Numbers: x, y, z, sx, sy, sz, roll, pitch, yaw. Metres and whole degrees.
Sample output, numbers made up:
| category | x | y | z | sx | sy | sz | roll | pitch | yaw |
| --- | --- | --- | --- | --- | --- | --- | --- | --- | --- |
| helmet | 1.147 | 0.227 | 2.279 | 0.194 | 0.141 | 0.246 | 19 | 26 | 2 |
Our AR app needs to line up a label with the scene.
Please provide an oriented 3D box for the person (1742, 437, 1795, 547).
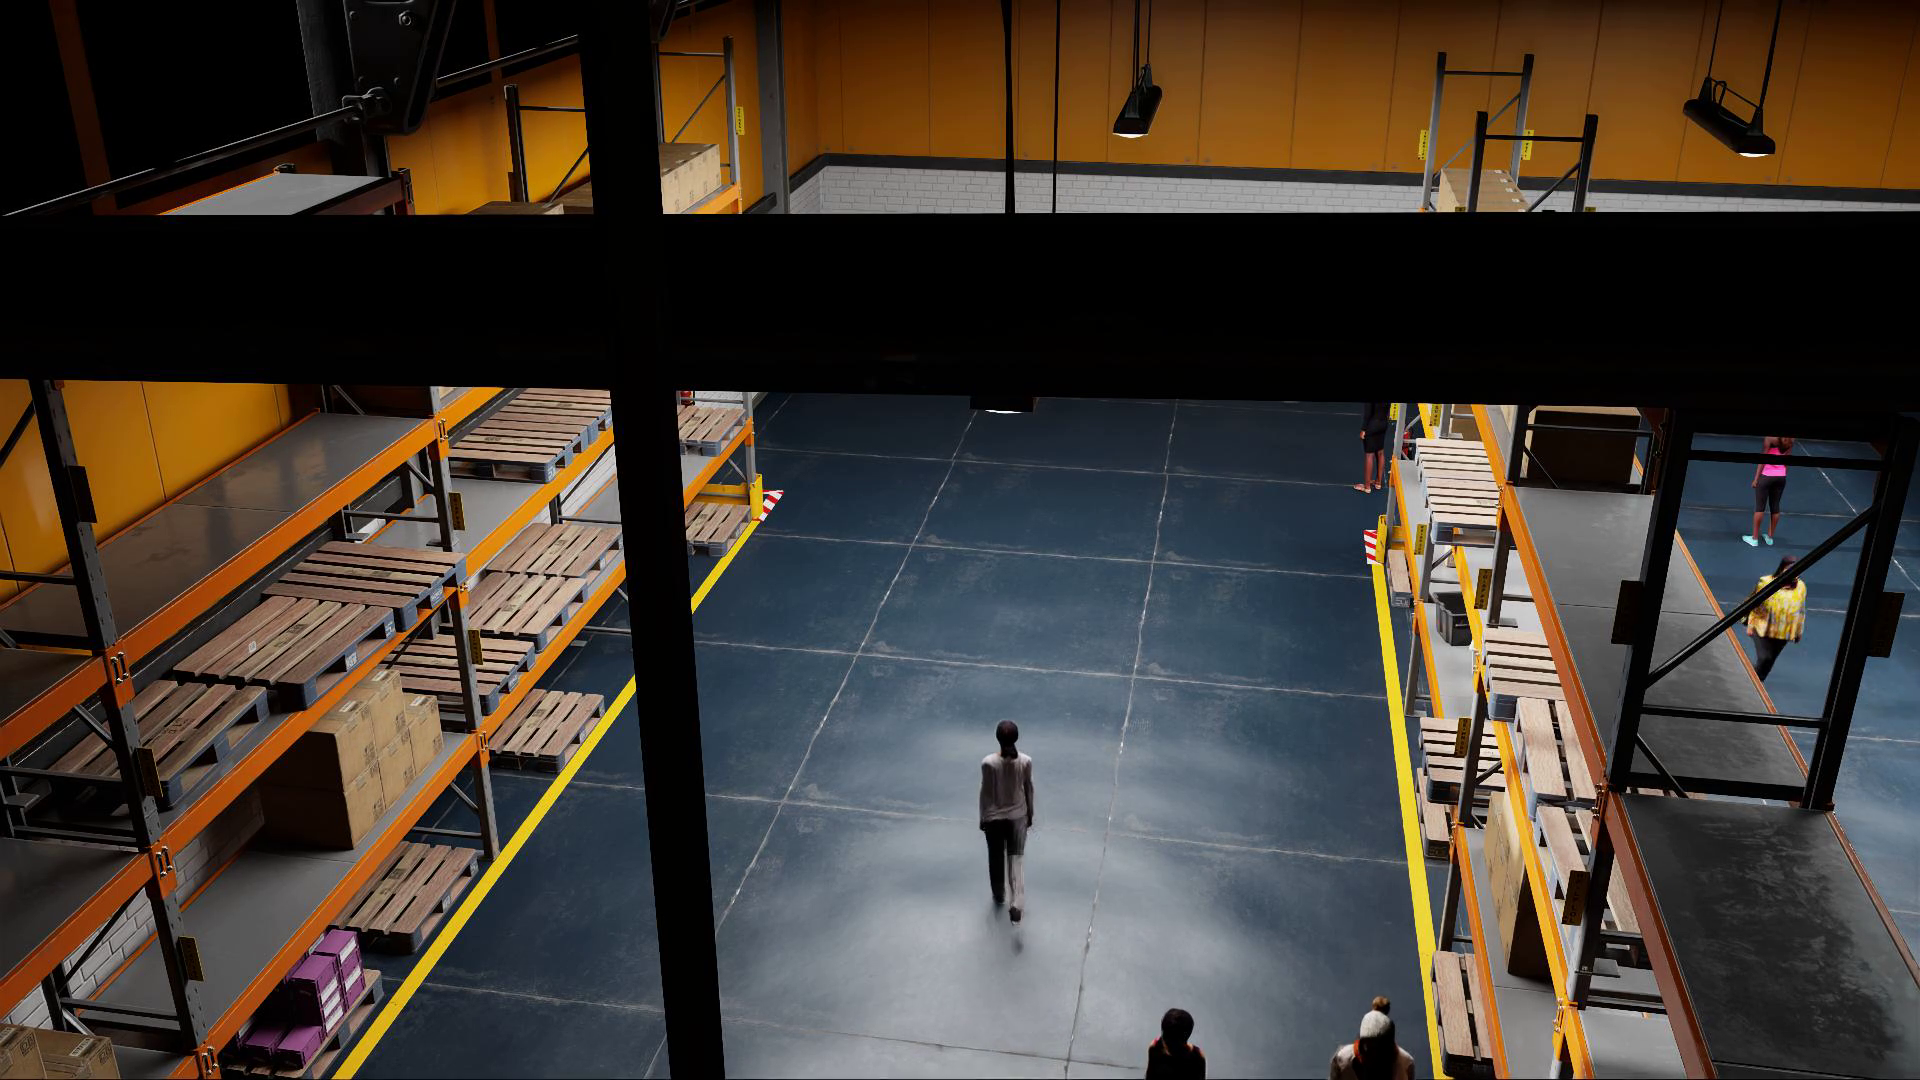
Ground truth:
| category | x | y | z | sx | sy | sz | roll | pitch | yaw |
| --- | --- | --- | --- | --- | --- | --- | --- | --- | --- |
| person | 10.012 | -0.754 | 20.511 | 0.616 | 1.722 | 0.624 | -2 | 24 | -5 |

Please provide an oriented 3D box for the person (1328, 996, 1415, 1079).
| category | x | y | z | sx | sy | sz | roll | pitch | yaw |
| --- | --- | --- | --- | --- | --- | --- | --- | --- | --- |
| person | 2.538 | 3.596 | 10.354 | 0.733 | 1.887 | 0.691 | 2 | 24 | 5 |

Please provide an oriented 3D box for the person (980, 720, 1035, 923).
| category | x | y | z | sx | sy | sz | roll | pitch | yaw |
| --- | --- | --- | --- | --- | --- | --- | --- | --- | --- |
| person | 0.381 | 2.302 | 13.478 | 0.731 | 1.755 | 0.984 | -1 | 24 | -3 |

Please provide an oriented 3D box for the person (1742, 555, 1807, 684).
| category | x | y | z | sx | sy | sz | roll | pitch | yaw |
| --- | --- | --- | --- | --- | --- | --- | --- | --- | --- |
| person | 8.219 | 0.874 | 16.892 | 0.755 | 1.636 | 0.784 | 0 | 24 | 0 |

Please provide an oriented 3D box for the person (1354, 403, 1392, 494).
| category | x | y | z | sx | sy | sz | roll | pitch | yaw |
| --- | --- | --- | --- | --- | --- | --- | --- | --- | --- |
| person | 5.539 | -1.482 | 22.178 | 0.674 | 1.721 | 0.730 | -15 | 28 | -31 |

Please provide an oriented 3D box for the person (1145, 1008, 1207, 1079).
| category | x | y | z | sx | sy | sz | roll | pitch | yaw |
| --- | --- | --- | --- | --- | --- | --- | --- | --- | --- |
| person | 1.388 | 3.640 | 10.677 | 0.610 | 1.547 | 0.585 | 10 | 26 | 22 |
